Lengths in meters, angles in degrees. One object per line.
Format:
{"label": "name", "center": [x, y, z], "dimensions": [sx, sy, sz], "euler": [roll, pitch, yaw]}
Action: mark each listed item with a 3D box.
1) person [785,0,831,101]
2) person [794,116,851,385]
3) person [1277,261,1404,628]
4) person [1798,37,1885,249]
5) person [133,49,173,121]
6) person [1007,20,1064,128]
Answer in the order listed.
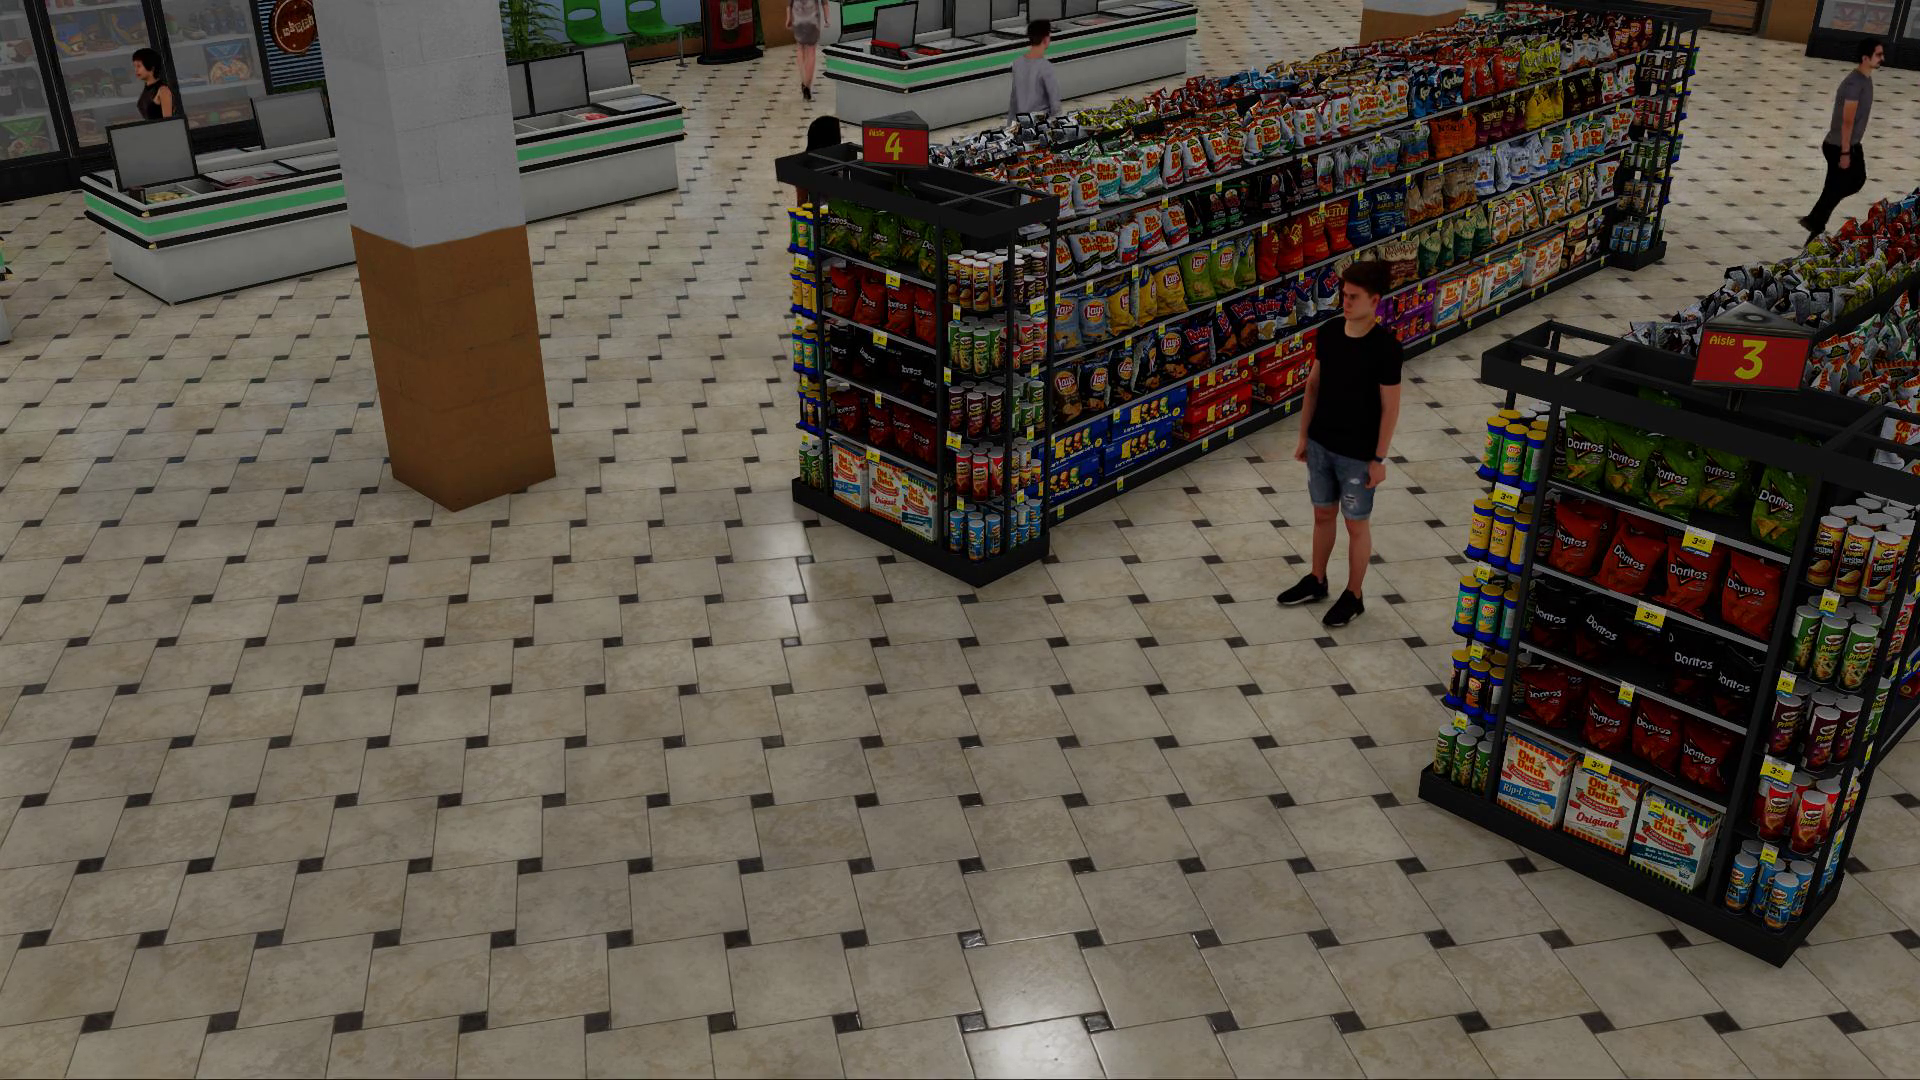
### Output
{"label": "person", "center": [-1.764, -5.859, 18.893], "dimensions": [0.770, 1.724, 0.817], "euler": [4, 27, 8]}
{"label": "person", "center": [-0.914, -1.865, 11.008], "dimensions": [0.848, 1.731, 1.174], "euler": [13, 30, 23]}
{"label": "person", "center": [1.899, -0.471, 8.133], "dimensions": [0.569, 1.846, 0.685], "euler": [-21, 34, -35]}
{"label": "person", "center": [7.240, -3.278, 13.783], "dimensions": [0.775, 1.742, 0.668], "euler": [16, 31, 28]}
{"label": "person", "center": [-6.636, -3.358, 14.124], "dimensions": [0.637, 1.577, 0.850], "euler": [21, 34, 35]}
{"label": "person", "center": [0.553, -3.353, 13.863], "dimensions": [1.165, 1.803, 0.709], "euler": [-21, 34, -35]}
